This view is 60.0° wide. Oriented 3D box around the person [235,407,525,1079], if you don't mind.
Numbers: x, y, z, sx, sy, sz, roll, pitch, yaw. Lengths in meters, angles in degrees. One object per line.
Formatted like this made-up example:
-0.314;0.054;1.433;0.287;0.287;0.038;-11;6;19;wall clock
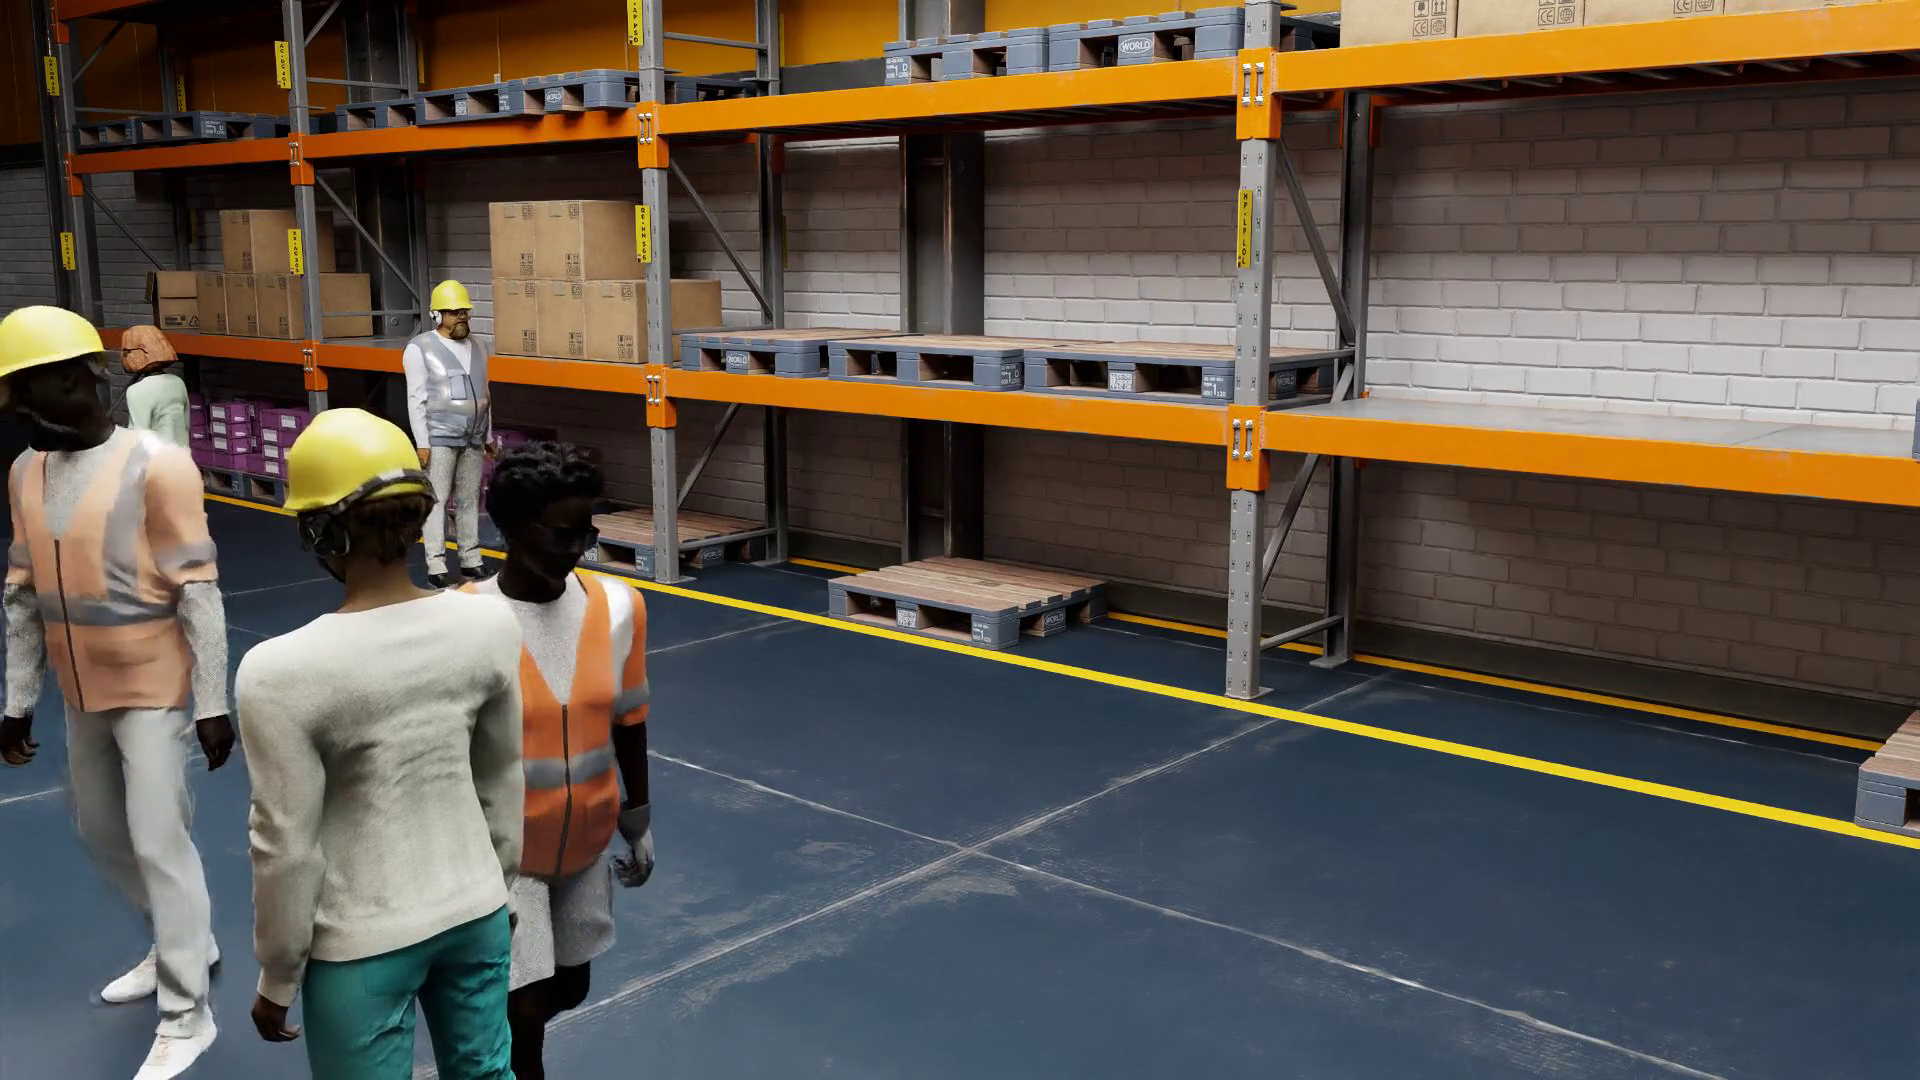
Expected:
-0.963;0.657;2.833;0.315;1.766;0.523;7;12;36;person

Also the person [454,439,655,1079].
-0.926;0.601;3.435;0.534;1.662;0.721;-10;14;-44;person

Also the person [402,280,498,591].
-3.000;-0.620;9.898;0.404;1.835;0.587;7;12;34;person

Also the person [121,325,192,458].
-4.187;-0.309;8.735;0.288;1.626;0.497;0;10;2;person

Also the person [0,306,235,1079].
-2.068;0.369;4.199;0.660;1.905;0.483;5;11;24;person
